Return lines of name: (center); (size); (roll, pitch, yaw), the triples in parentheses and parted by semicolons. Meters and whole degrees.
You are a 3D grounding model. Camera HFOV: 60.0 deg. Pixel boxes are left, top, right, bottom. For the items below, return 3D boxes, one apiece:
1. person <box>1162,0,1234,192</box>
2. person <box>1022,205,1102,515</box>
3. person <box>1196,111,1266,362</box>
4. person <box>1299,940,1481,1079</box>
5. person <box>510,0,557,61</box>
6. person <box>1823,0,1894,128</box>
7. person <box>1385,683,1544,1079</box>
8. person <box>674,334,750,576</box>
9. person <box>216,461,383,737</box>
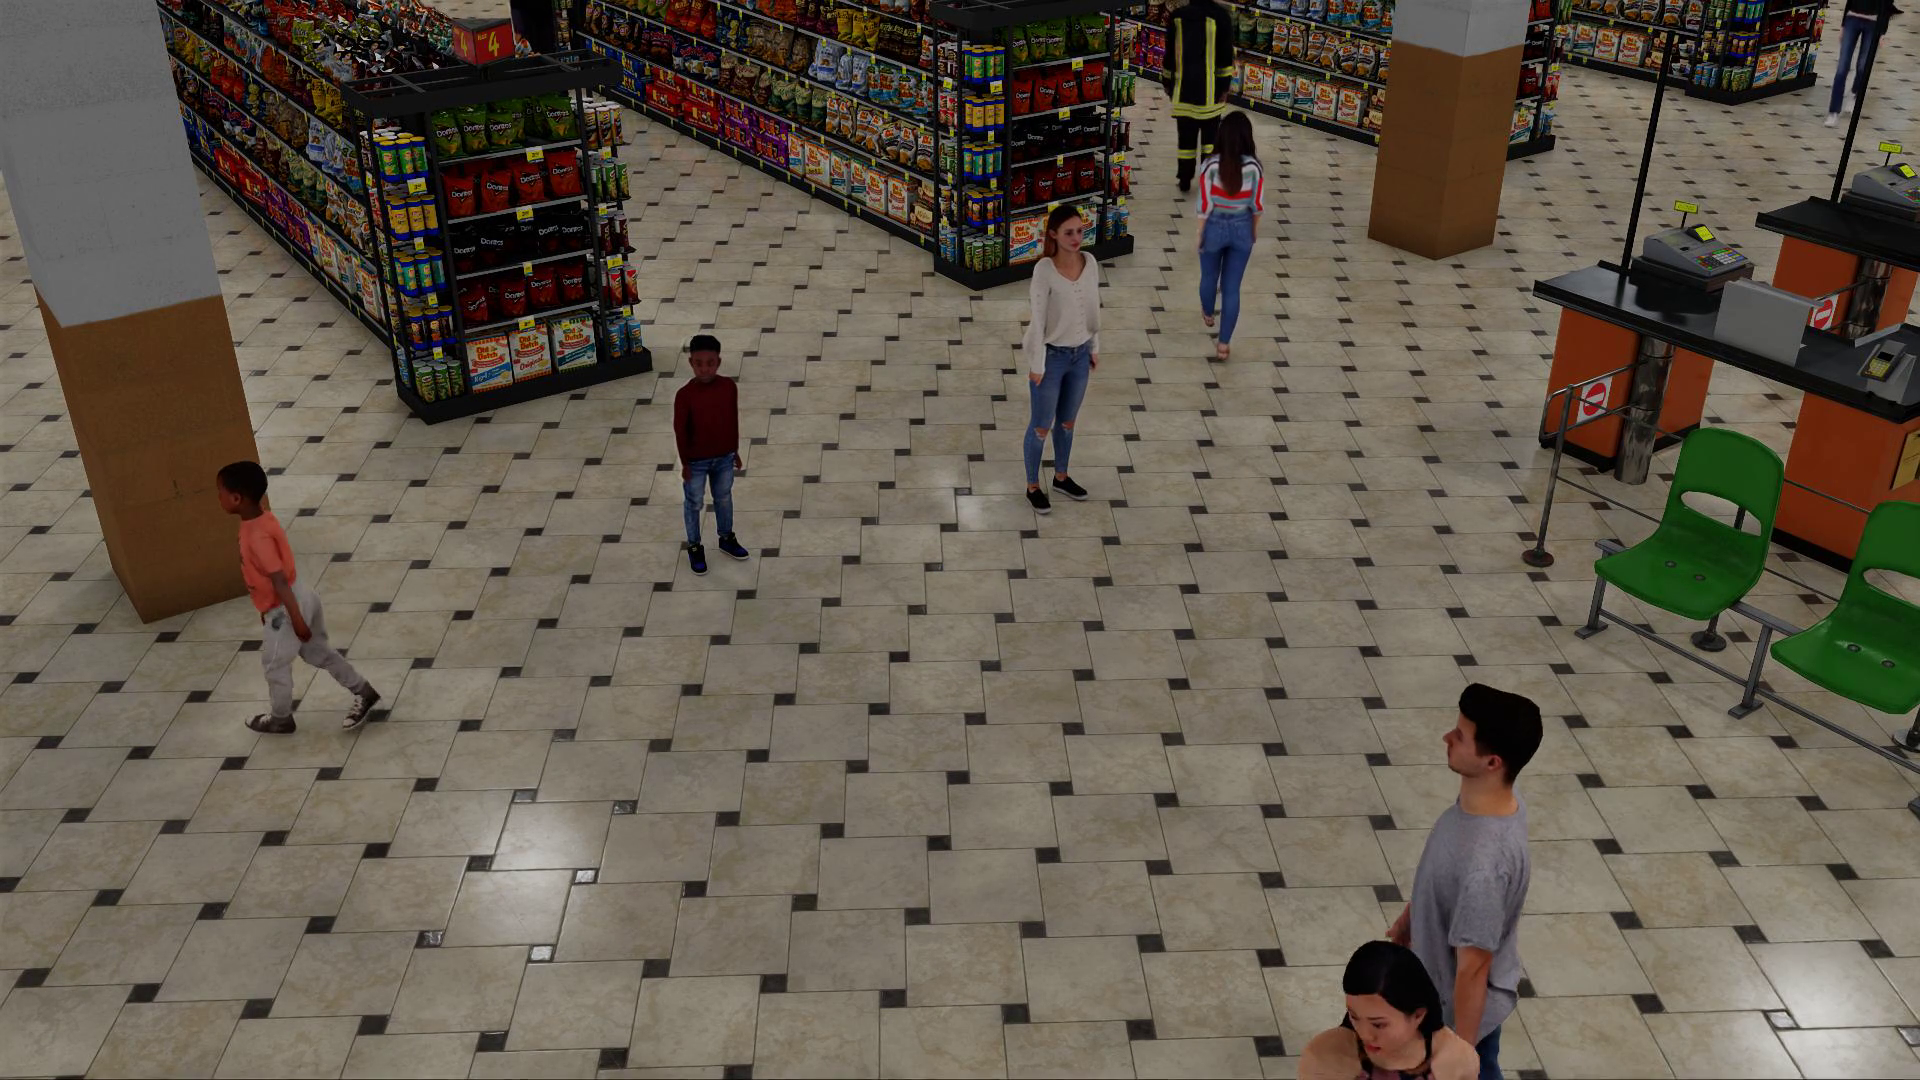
person: (2.021, -3.863, 14.092); (0.905, 1.841, 0.979); (13, 31, 23)
person: (0.538, -0.977, 8.962); (0.608, 1.692, 0.543); (-17, 33, -29)
person: (1.747, -1.950, 10.871); (1.020, 1.568, 1.111); (3, 29, 5)
person: (1.023, 1.645, 4.099); (0.805, 1.750, 0.859); (-8, 30, -14)
person: (-4.268, -5.162, 16.705); (0.589, 1.616, 0.618); (-18, 33, -29)
person: (8.765, -4.912, 16.121); (1.249, 1.737, 0.932); (20, 34, 32)
person: (1.491, 1.262, 4.688); (1.182, 1.856, 1.049); (10, 30, 18)
person: (-1.284, -0.457, 8.466); (0.504, 1.253, 0.480); (-17, 33, -29)
person: (-2.811, 0.271, 7.106); (0.757, 1.278, 0.810); (-9, 30, -16)
